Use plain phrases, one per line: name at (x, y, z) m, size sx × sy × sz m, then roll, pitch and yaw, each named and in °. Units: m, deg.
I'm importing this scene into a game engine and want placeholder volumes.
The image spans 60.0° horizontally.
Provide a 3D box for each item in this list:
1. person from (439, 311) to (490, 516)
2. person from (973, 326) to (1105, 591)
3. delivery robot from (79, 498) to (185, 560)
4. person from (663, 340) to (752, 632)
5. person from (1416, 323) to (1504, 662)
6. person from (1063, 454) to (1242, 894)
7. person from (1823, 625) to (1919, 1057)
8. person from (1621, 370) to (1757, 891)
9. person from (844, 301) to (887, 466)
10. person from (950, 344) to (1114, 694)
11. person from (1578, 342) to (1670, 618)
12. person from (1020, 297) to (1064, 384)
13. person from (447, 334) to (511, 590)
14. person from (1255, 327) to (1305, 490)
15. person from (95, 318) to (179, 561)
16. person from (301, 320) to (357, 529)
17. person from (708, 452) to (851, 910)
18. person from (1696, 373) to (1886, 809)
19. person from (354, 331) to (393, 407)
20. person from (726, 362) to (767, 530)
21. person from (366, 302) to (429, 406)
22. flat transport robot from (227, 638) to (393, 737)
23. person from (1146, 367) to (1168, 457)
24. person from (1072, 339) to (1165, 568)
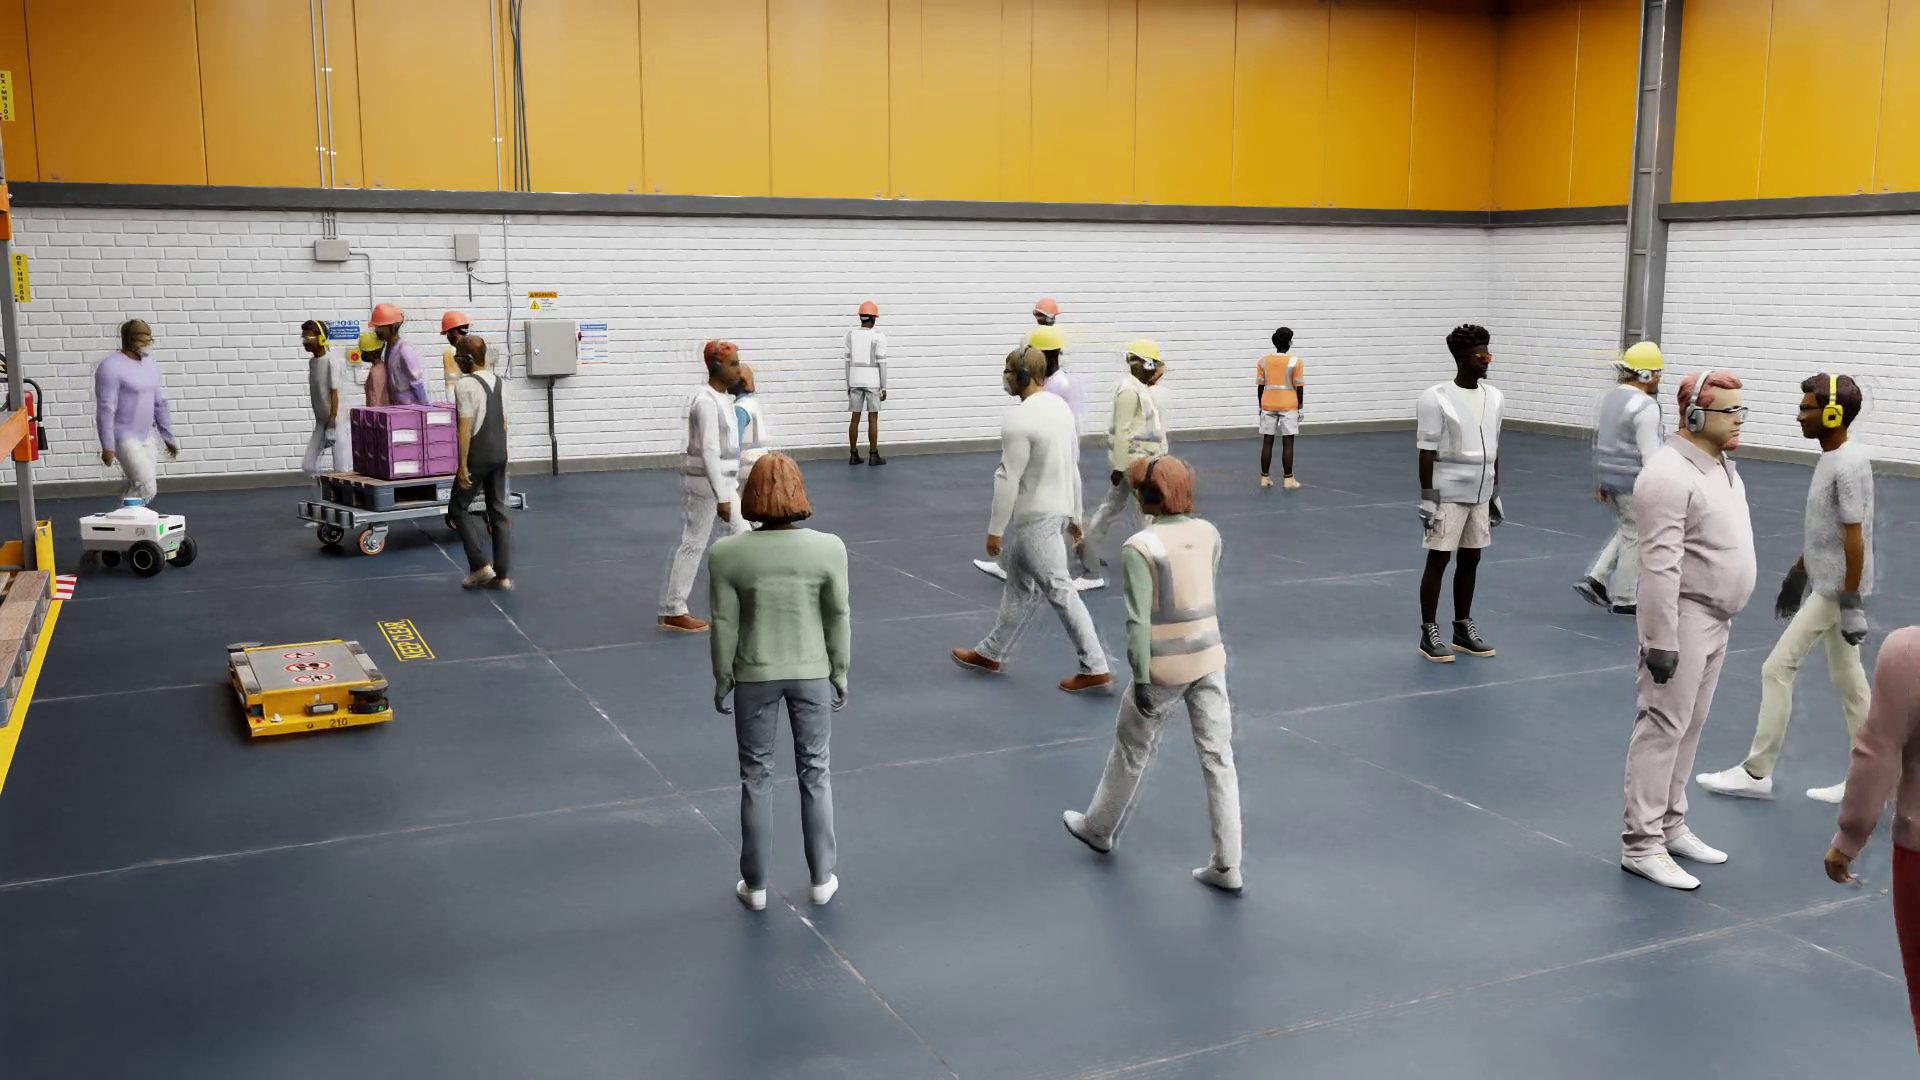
person at (-4.604, -1.168, 15.469) m, size 0.507 × 1.898 × 0.577 m, roll 5°, pitch 10°, yaw 29°
person at (0.583, -0.567, 11.792) m, size 0.985 × 1.873 × 0.607 m, roll 1°, pitch 9°, yaw 5°
delivery robot at (-6.246, -0.076, 12.552) m, size 0.707 × 0.478 × 0.477 m, roll 1°, pitch 10°, yaw 7°
person at (-1.435, -0.318, 10.391) m, size 0.984 × 1.832 × 0.614 m, roll 1°, pitch 9°, yaw 6°
person at (2.929, -0.275, 9.719) m, size 0.610 × 1.966 × 0.363 m, roll -5°, pitch 10°, yaw -26°
person at (0.753, 0.475, 6.223) m, size 0.524 × 1.589 × 0.863 m, roll -6°, pitch 11°, yaw -35°
person at (2.444, 0.736, 4.101) m, size 0.536 × 1.749 × 0.439 m, roll -2°, pitch 9°, yaw -11°
person at (2.732, 0.323, 6.200) m, size 0.403 × 1.906 × 0.651 m, roll 8°, pitch 12°, yaw 40°
person at (-1.086, -1.832, 19.506) m, size 0.538 × 1.929 × 0.382 m, roll 3°, pitch 10°, yaw 20°
person at (0.413, -0.116, 9.037) m, size 1.059 × 1.879 × 0.639 m, roll 5°, pitch 10°, yaw 27°
person at (4.378, -0.380, 10.835) m, size 0.419 × 1.815 × 0.617 m, roll -1°, pitch 9°, yaw -6°
person at (0.900, -1.606, 17.898) m, size 0.402 × 1.990 × 0.622 m, roll -8°, pitch 12°, yaw -41°
person at (-3.398, -0.542, 11.814) m, size 0.464 × 1.827 × 0.558 m, roll 5°, pitch 11°, yaw 30°
person at (3.346, -1.372, 17.359) m, size 0.540 × 1.696 × 0.315 m, roll 6°, pitch 11°, yaw 34°
person at (-6.388, -0.760, 12.888) m, size 0.442 × 1.908 × 0.659 m, roll 1°, pitch 9°, yaw 4°
person at (-5.565, -0.997, 14.569) m, size 0.539 × 1.848 × 0.555 m, roll 7°, pitch 12°, yaw 38°
person at (-0.636, 0.503, 5.915) m, size 0.500 × 1.636 × 0.284 m, roll -2°, pitch 9°, yaw -10°
person at (3.585, 0.214, 7.081) m, size 0.849 × 1.836 × 0.504 m, roll 5°, pitch 11°, yaw 30°
person at (-5.329, -1.089, 15.510) m, size 0.696 × 1.730 × 0.603 m, roll -2°, pitch 9°, yaw -12°
person at (-1.556, -0.449, 11.856) m, size 0.437 × 1.626 × 0.528 m, roll 0°, pitch 9°, yaw -2°
person at (-5.010, -1.215, 15.479) m, size 0.932 × 2.000 × 0.639 m, roll -6°, pitch 11°, yaw -33°
flat transport robot at (-3.419, 0.737, 8.685) m, size 0.652 × 0.197 × 1.431 m, roll -5°, pitch 10°, yaw -27°
person at (1.601, -0.685, 13.348) m, size 0.492 × 1.617 × 0.548 m, roll 2°, pitch 9°, yaw 9°
person at (1.275, -0.626, 12.536) m, size 0.919 × 1.773 × 0.590 m, roll 2°, pitch 9°, yaw 10°
